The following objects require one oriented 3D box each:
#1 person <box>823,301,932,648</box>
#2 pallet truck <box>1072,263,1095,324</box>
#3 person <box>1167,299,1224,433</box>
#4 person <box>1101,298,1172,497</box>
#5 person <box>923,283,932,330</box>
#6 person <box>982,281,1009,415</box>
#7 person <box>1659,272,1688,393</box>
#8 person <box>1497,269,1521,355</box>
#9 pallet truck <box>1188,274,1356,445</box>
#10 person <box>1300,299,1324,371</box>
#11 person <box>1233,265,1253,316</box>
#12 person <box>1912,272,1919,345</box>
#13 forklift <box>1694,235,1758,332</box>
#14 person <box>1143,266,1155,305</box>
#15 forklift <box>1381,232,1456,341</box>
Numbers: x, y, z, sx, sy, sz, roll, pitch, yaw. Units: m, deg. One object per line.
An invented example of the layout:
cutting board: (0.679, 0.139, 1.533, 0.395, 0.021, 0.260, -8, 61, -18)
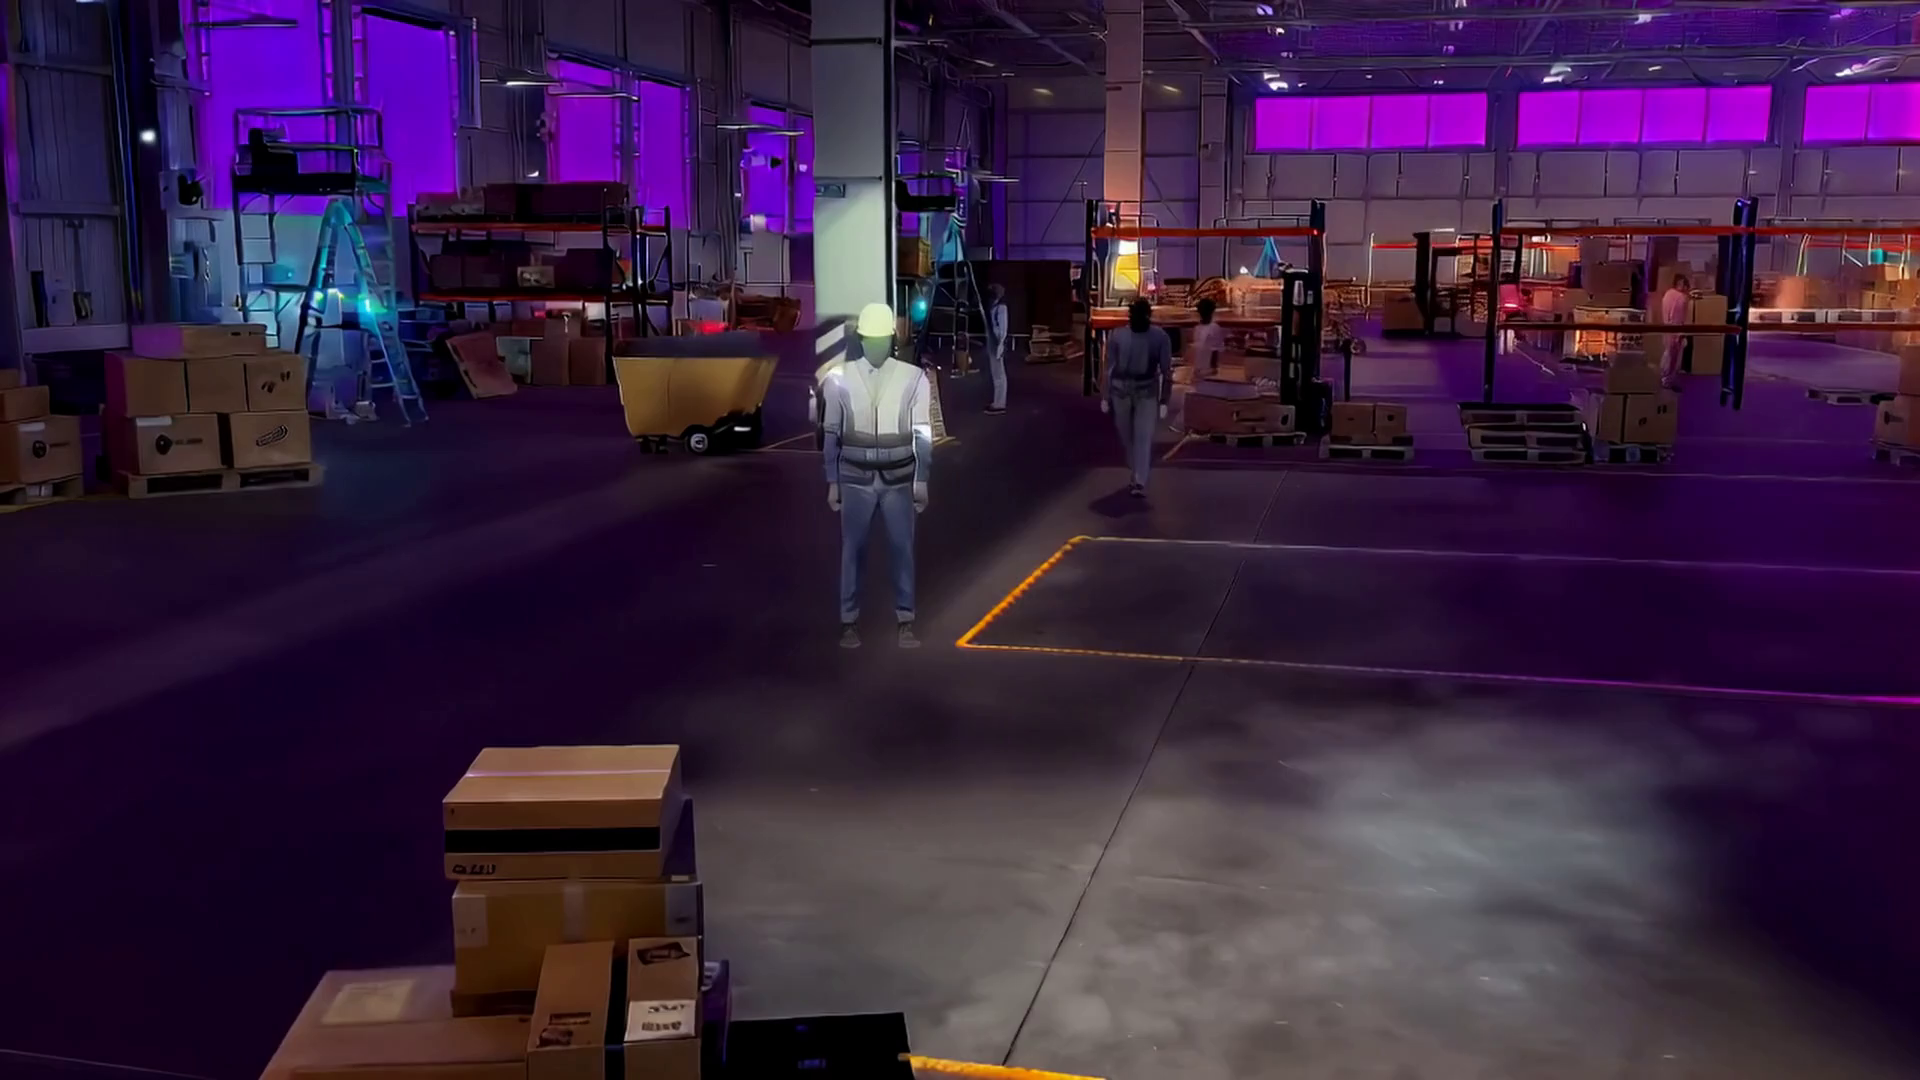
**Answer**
person: (-0.457, -0.348, 9.242, 0.603, 1.938, 0.425, 0, 10, -1)
pallet truck: (4.325, -8.180, 55.162, 0.823, 1.965, 1.885, 6, 11, 31)
person: (2.948, -2.106, 20.370, 0.835, 1.652, 0.557, -5, 11, -29)
person: (1.653, -1.342, 15.447, 0.623, 1.814, 0.803, 4, 10, 20)
person: (-0.859, -7.334, 50.392, 0.543, 1.929, 0.387, -8, 12, -38)
person: (0.503, -2.658, 23.095, 0.341, 1.846, 0.511, -1, 10, -8)
person: (11.531, -3.342, 26.851, 0.372, 1.940, 0.630, 8, 13, 41)
person: (12.254, -5.088, 37.190, 0.558, 1.918, 0.611, 2, 10, 10)
pallet truck: (3.653, -2.138, 19.590, 1.885, 1.965, 0.823, -4, 10, -20)
person: (6.789, -4.121, 32.026, 0.484, 1.738, 0.319, -3, 10, -20)
person: (8.735, -7.513, 51.408, 0.630, 1.940, 0.372, 0, 10, -2)
person: (18.168, -4.113, 31.448, 0.378, 1.917, 0.598, 3, 10, 16)
forklift: (22.353, -7.522, 48.695, 1.873, 2.768, 1.129, 2, 10, 14)
person: (6.561, -8.579, 57.850, 0.574, 1.883, 0.355, -7, 12, -37)
forklift: (11.945, -6.580, 43.146, 1.873, 2.768, 1.129, 2, 10, 14)
